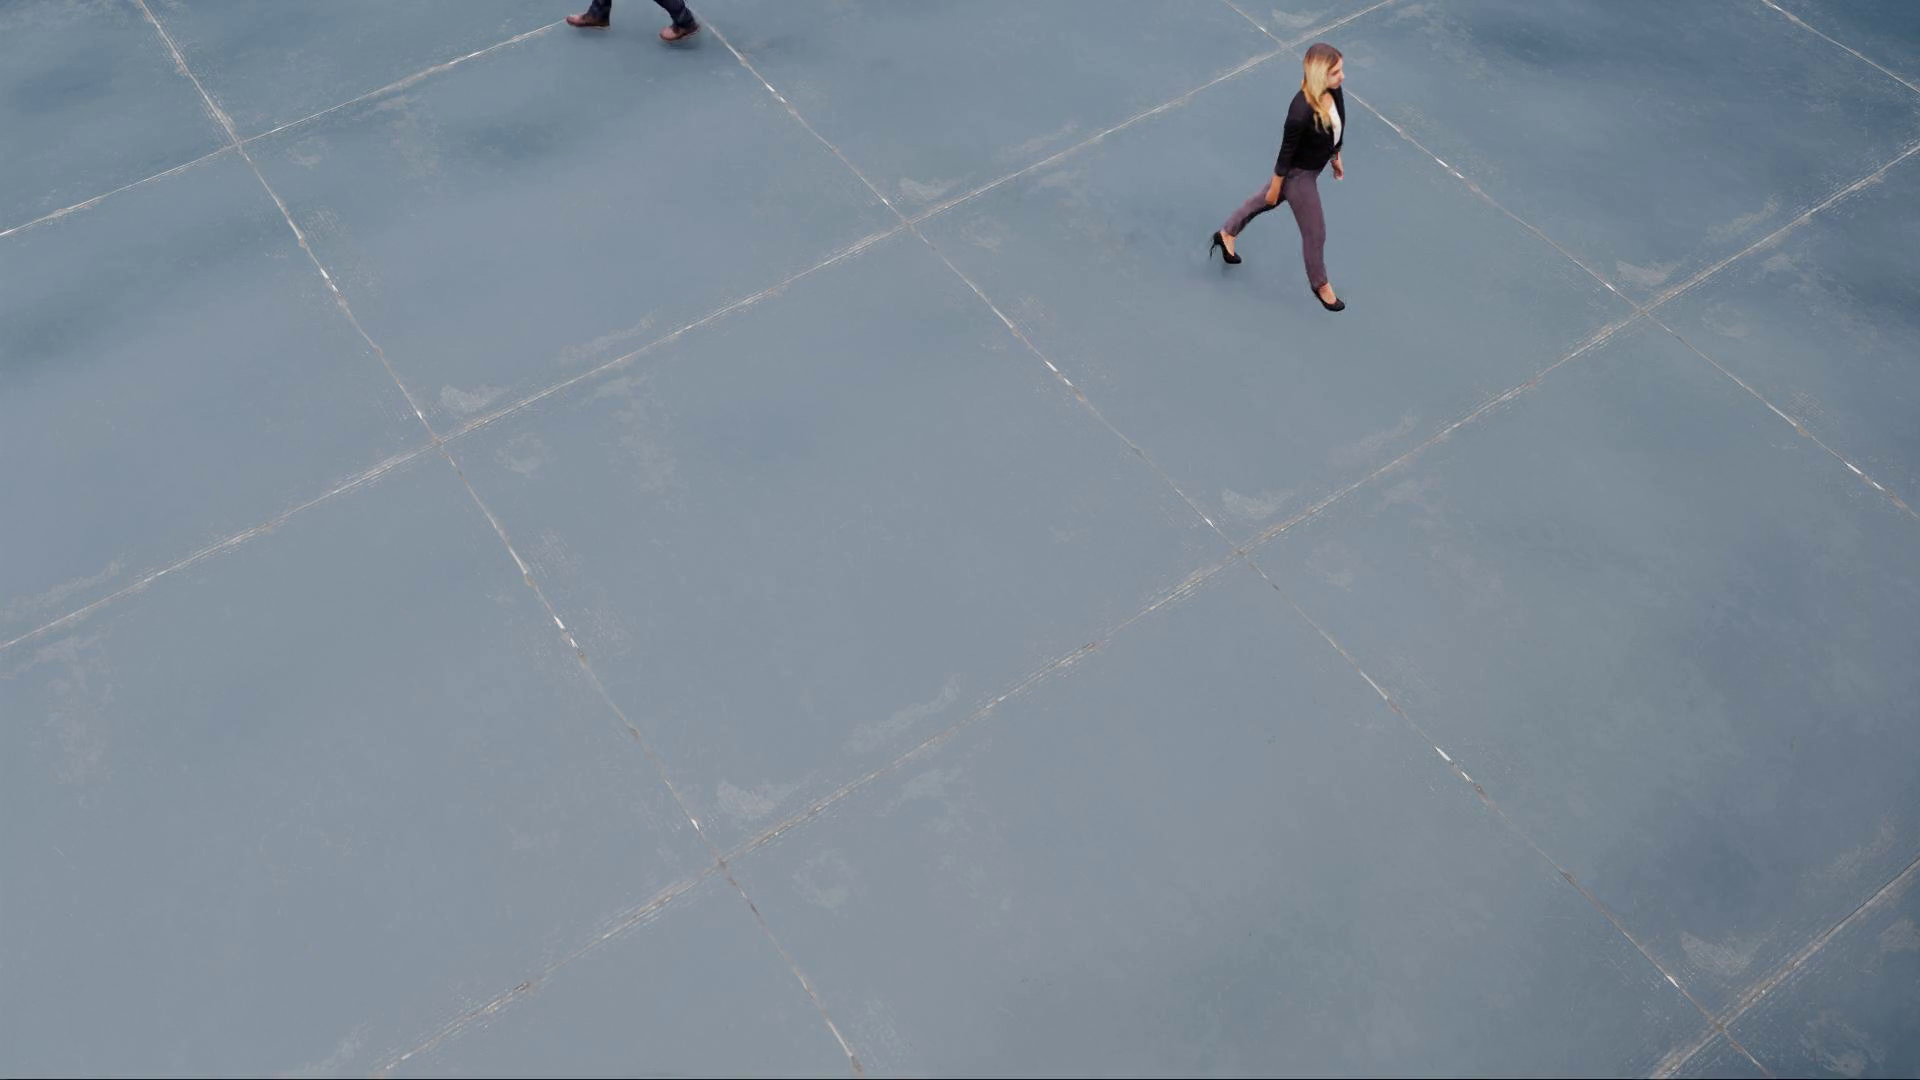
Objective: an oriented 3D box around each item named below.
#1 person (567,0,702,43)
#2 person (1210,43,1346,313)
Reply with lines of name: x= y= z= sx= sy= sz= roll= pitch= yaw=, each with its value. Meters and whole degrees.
person: x=-2.058 y=-3.857 z=10.256 sx=1.255 sy=1.807 sz=1.230 roll=5 pitch=52 yaw=4
person: x=1.728 y=-1.977 z=8.924 sx=1.153 sy=1.612 sz=0.919 roll=23 pitch=56 yaw=17
